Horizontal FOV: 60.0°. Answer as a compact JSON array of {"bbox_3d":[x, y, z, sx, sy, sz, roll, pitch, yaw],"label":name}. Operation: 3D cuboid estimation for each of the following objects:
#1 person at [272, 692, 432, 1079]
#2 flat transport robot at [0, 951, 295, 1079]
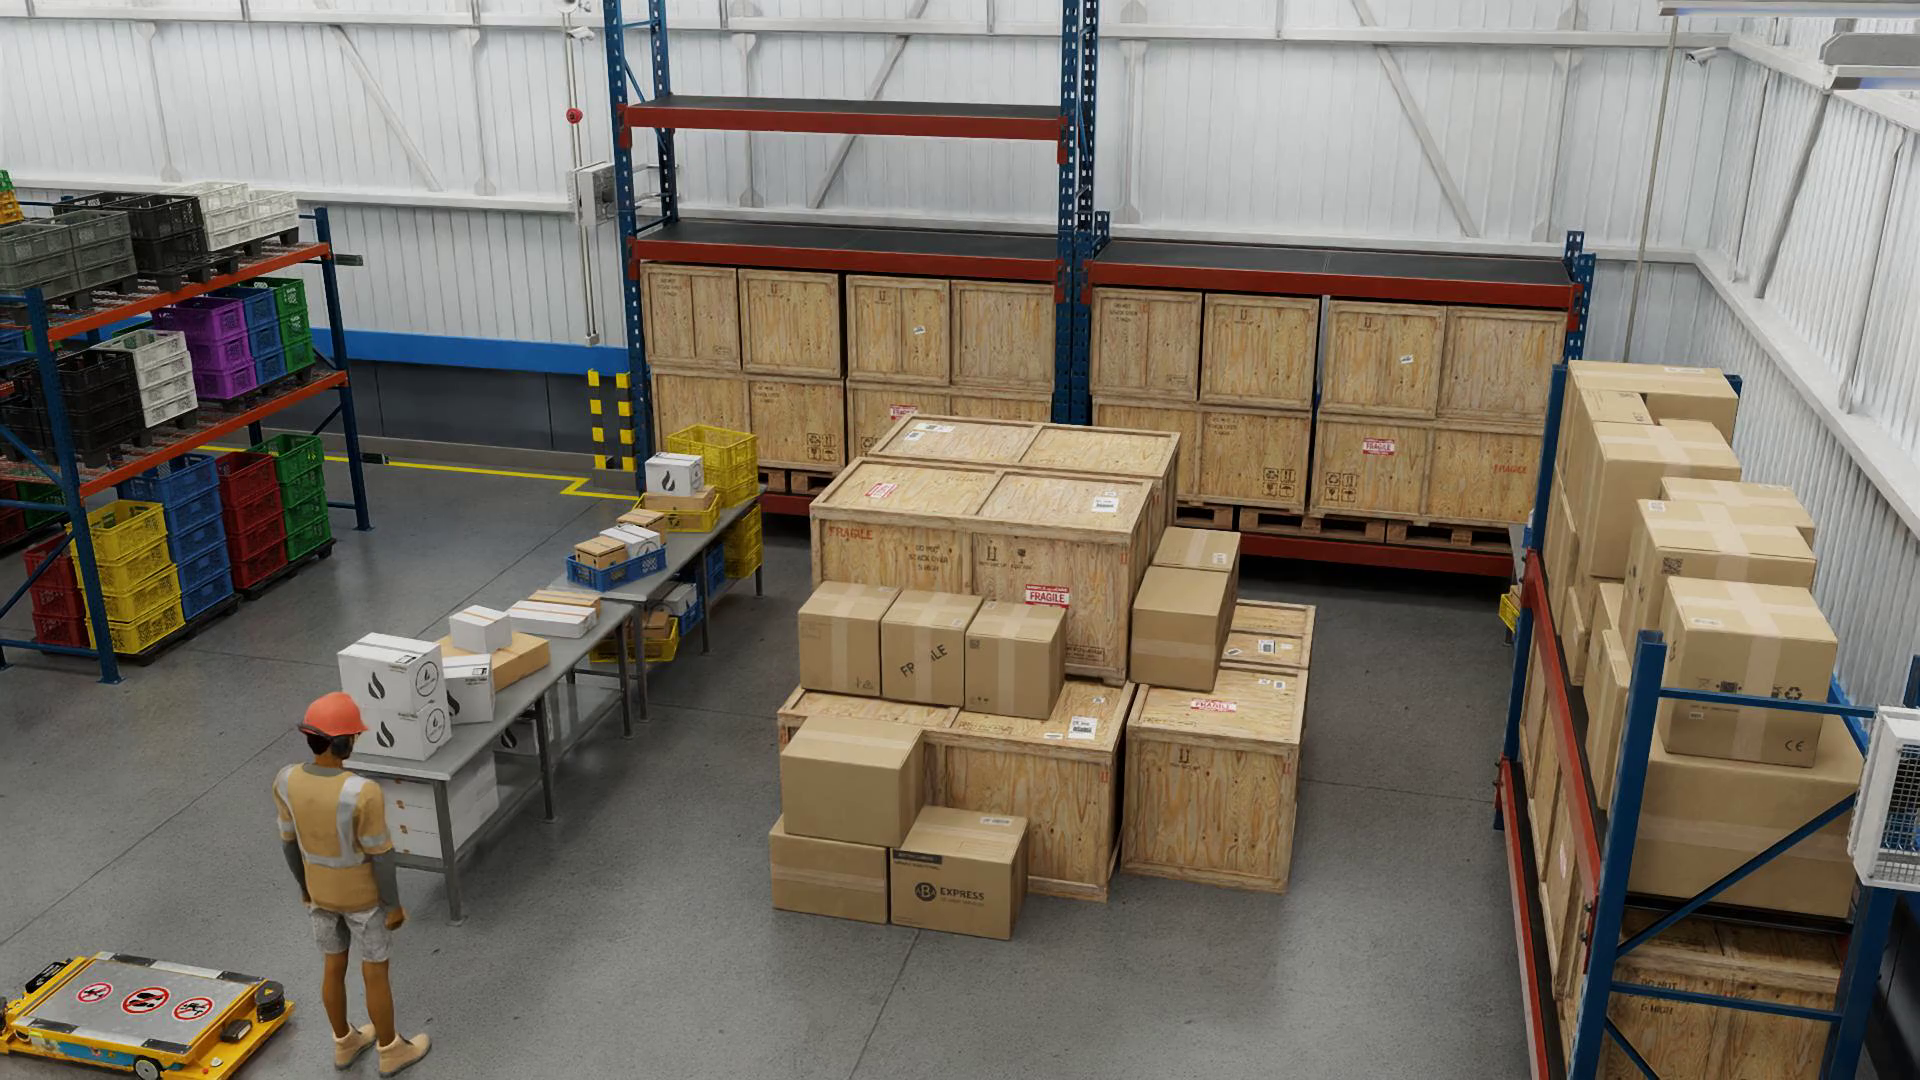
[{"bbox_3d":[-2.983,1.695,8.147,0.607,2.031,0.405,7,22,19],"label":"person"},{"bbox_3d":[-4.270,2.464,8.601,1.431,0.231,0.659,5,22,13],"label":"flat transport robot"}]
